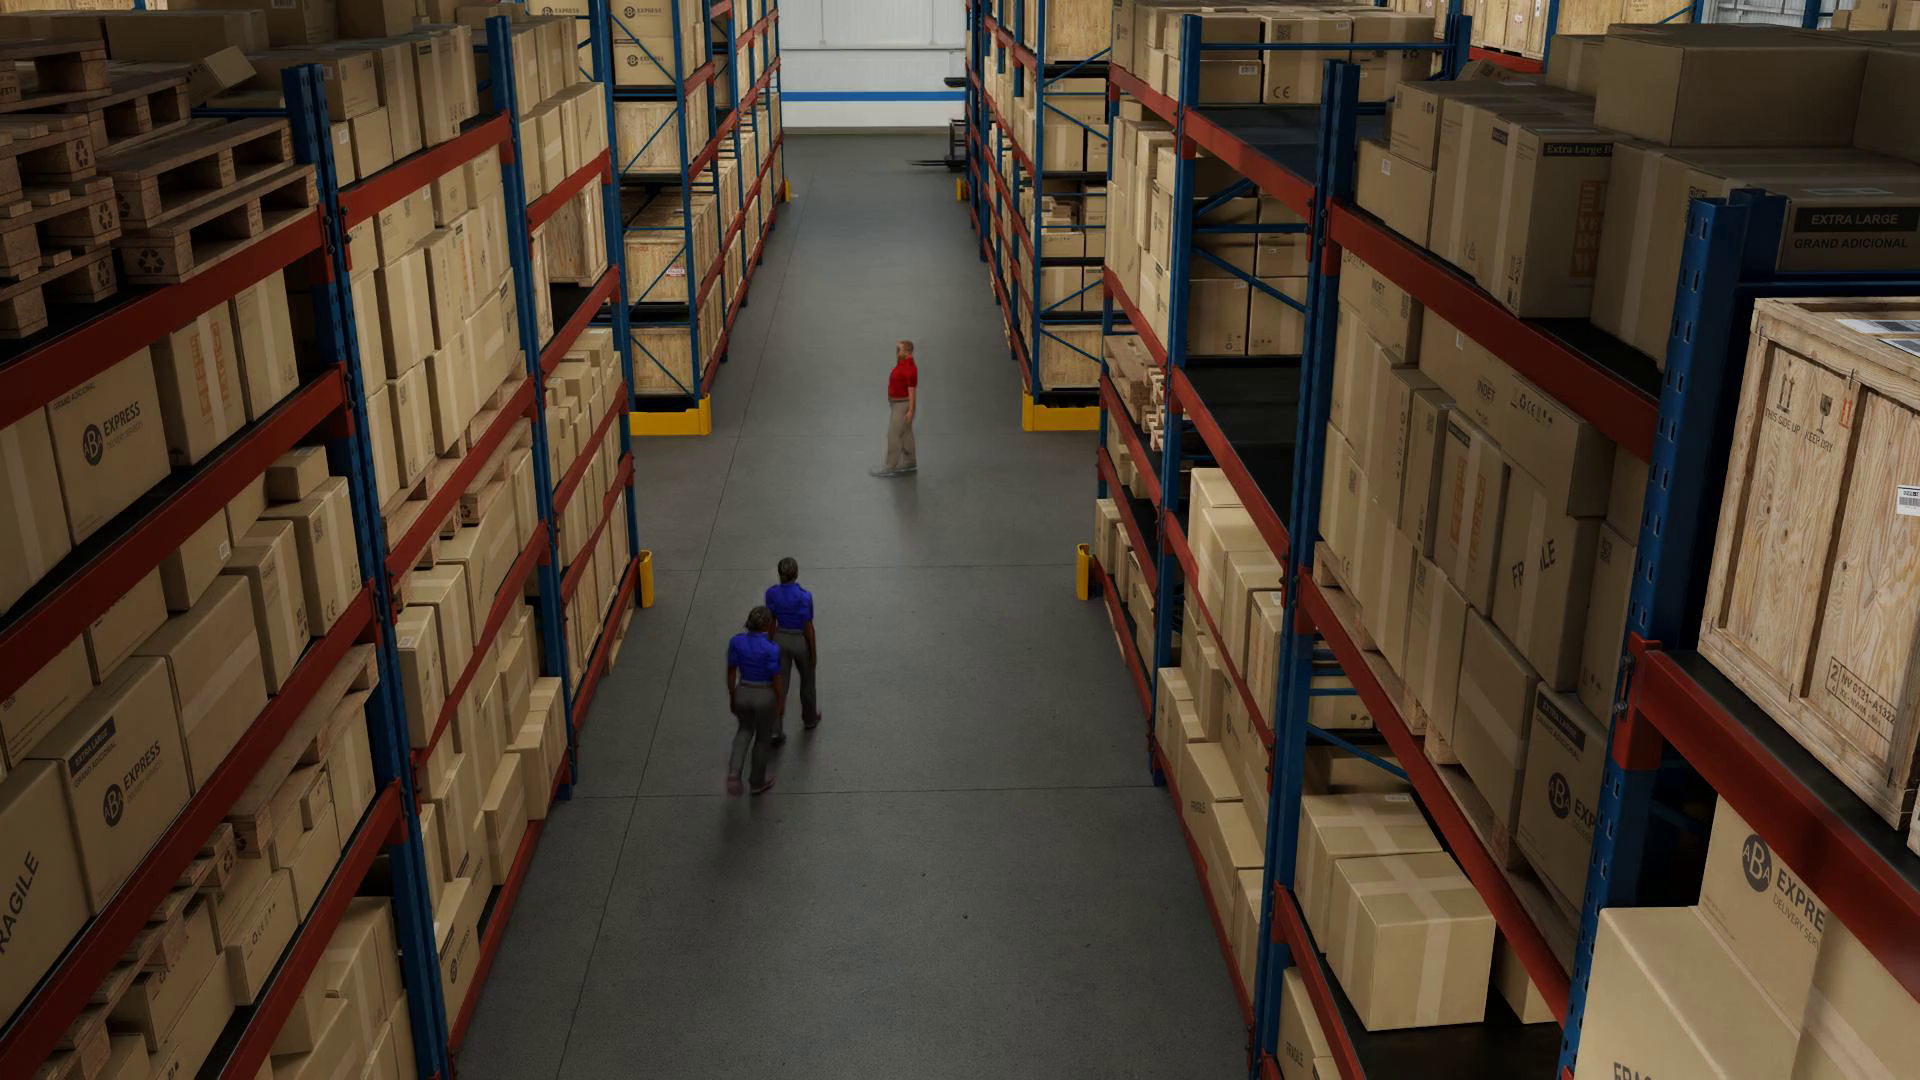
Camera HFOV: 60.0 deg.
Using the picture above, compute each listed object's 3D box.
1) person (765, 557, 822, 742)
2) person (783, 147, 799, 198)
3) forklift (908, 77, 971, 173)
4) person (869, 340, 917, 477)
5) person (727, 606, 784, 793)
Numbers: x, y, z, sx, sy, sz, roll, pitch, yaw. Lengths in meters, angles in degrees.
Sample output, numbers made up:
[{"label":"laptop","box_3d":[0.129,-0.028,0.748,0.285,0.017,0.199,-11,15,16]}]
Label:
[{"label":"person","box_3d":[-1.421,0.910,14.235,0.440,1.673,0.722,6,21,15]},{"label":"person","box_3d":[-4.500,-9.479,42.046,0.811,1.664,0.444,0,20,0]},{"label":"forklift","box_3d":[0.051,-11.848,46.587,3.031,2.941,1.121,-1,21,-4]},{"label":"person","box_3d":[-0.857,-1.668,20.997,0.640,1.722,0.541,-4,21,-9]},{"label":"person","box_3d":[-1.622,1.284,13.189,0.462,1.645,0.515,6,21,16]}]
